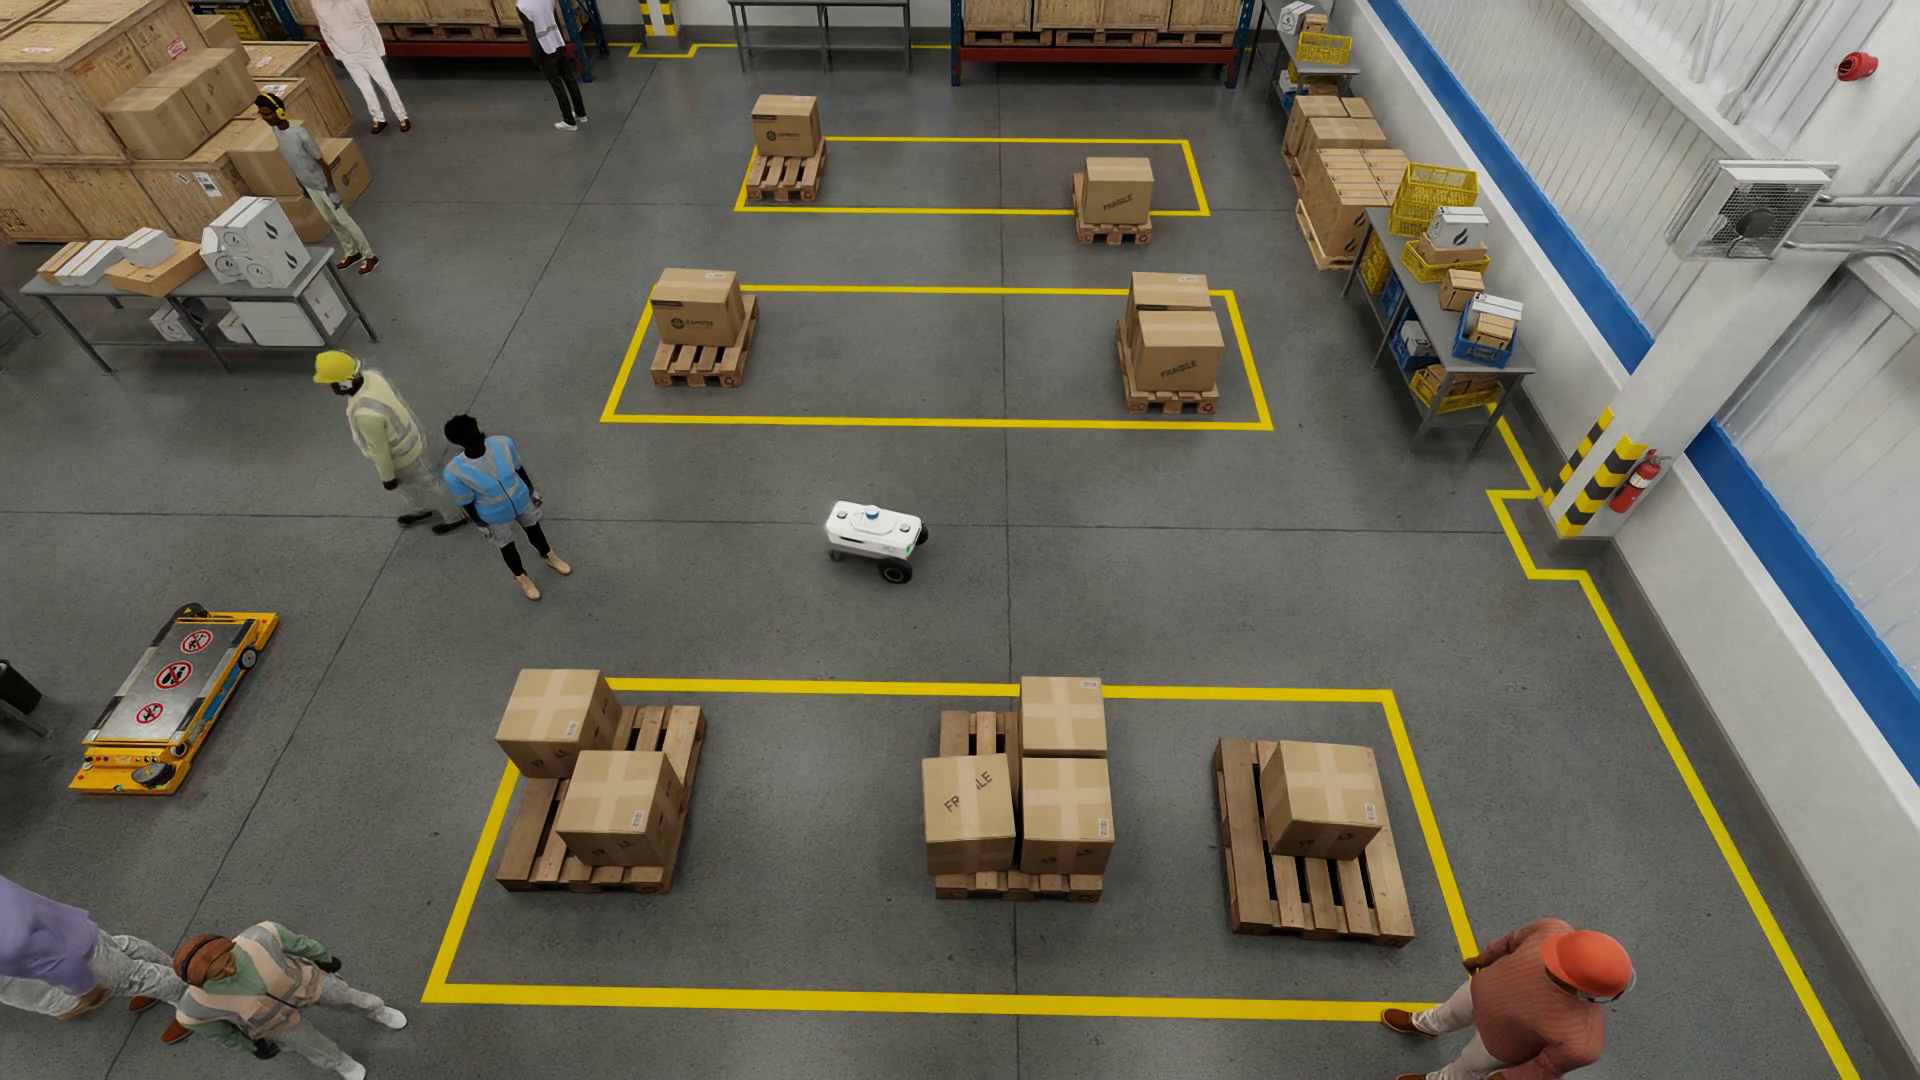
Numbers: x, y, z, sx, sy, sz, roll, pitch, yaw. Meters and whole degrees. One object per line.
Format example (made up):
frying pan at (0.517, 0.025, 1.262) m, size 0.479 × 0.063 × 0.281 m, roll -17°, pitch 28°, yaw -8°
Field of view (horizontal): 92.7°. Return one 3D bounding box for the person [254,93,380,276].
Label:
person at (-6.572, -3.604, 9.359) m, size 0.514 × 1.872 × 0.328 m, roll 17°, pitch 52°, yaw 14°

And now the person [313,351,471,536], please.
person at (-4.373, -0.657, 6.904) m, size 0.663 × 1.810 × 0.612 m, roll -20°, pitch 53°, yaw -16°

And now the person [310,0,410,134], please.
person at (-7.495, -6.059, 11.413) m, size 0.652 × 1.904 × 0.404 m, roll -5°, pitch 50°, yaw -4°

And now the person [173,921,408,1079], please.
person at (-3.315, 2.280, 4.536) m, size 0.313 × 1.633 × 0.516 m, roll 19°, pitch 52°, yaw 16°

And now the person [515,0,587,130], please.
person at (-5.145, -6.148, 11.483) m, size 0.390 × 1.914 × 0.587 m, roll 18°, pitch 52°, yaw 14°

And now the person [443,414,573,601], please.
person at (-3.285, -0.242, 6.623) m, size 0.318 × 1.700 × 0.535 m, roll 28°, pitch 55°, yaw 22°

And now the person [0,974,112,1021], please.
person at (-5.126, 1.978, 4.653) m, size 0.429 × 1.842 × 0.630 m, roll -37°, pitch 59°, yaw -27°

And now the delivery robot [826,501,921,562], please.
delivery robot at (-0.674, -0.077, 7.170) m, size 0.707 × 0.478 × 0.477 m, roll 12°, pitch 51°, yaw 10°

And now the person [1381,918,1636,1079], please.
person at (2.544, 2.246, 4.327) m, size 0.378 × 1.996 × 0.611 m, roll 5°, pitch 50°, yaw 4°

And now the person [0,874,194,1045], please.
person at (-4.453, 2.044, 4.535) m, size 0.627 × 1.940 × 0.371 m, roll 27°, pitch 55°, yaw 21°

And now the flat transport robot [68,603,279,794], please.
flat transport robot at (-5.504, 1.072, 6.442) m, size 0.652 × 0.197 × 1.431 m, roll 1°, pitch 50°, yaw 1°
